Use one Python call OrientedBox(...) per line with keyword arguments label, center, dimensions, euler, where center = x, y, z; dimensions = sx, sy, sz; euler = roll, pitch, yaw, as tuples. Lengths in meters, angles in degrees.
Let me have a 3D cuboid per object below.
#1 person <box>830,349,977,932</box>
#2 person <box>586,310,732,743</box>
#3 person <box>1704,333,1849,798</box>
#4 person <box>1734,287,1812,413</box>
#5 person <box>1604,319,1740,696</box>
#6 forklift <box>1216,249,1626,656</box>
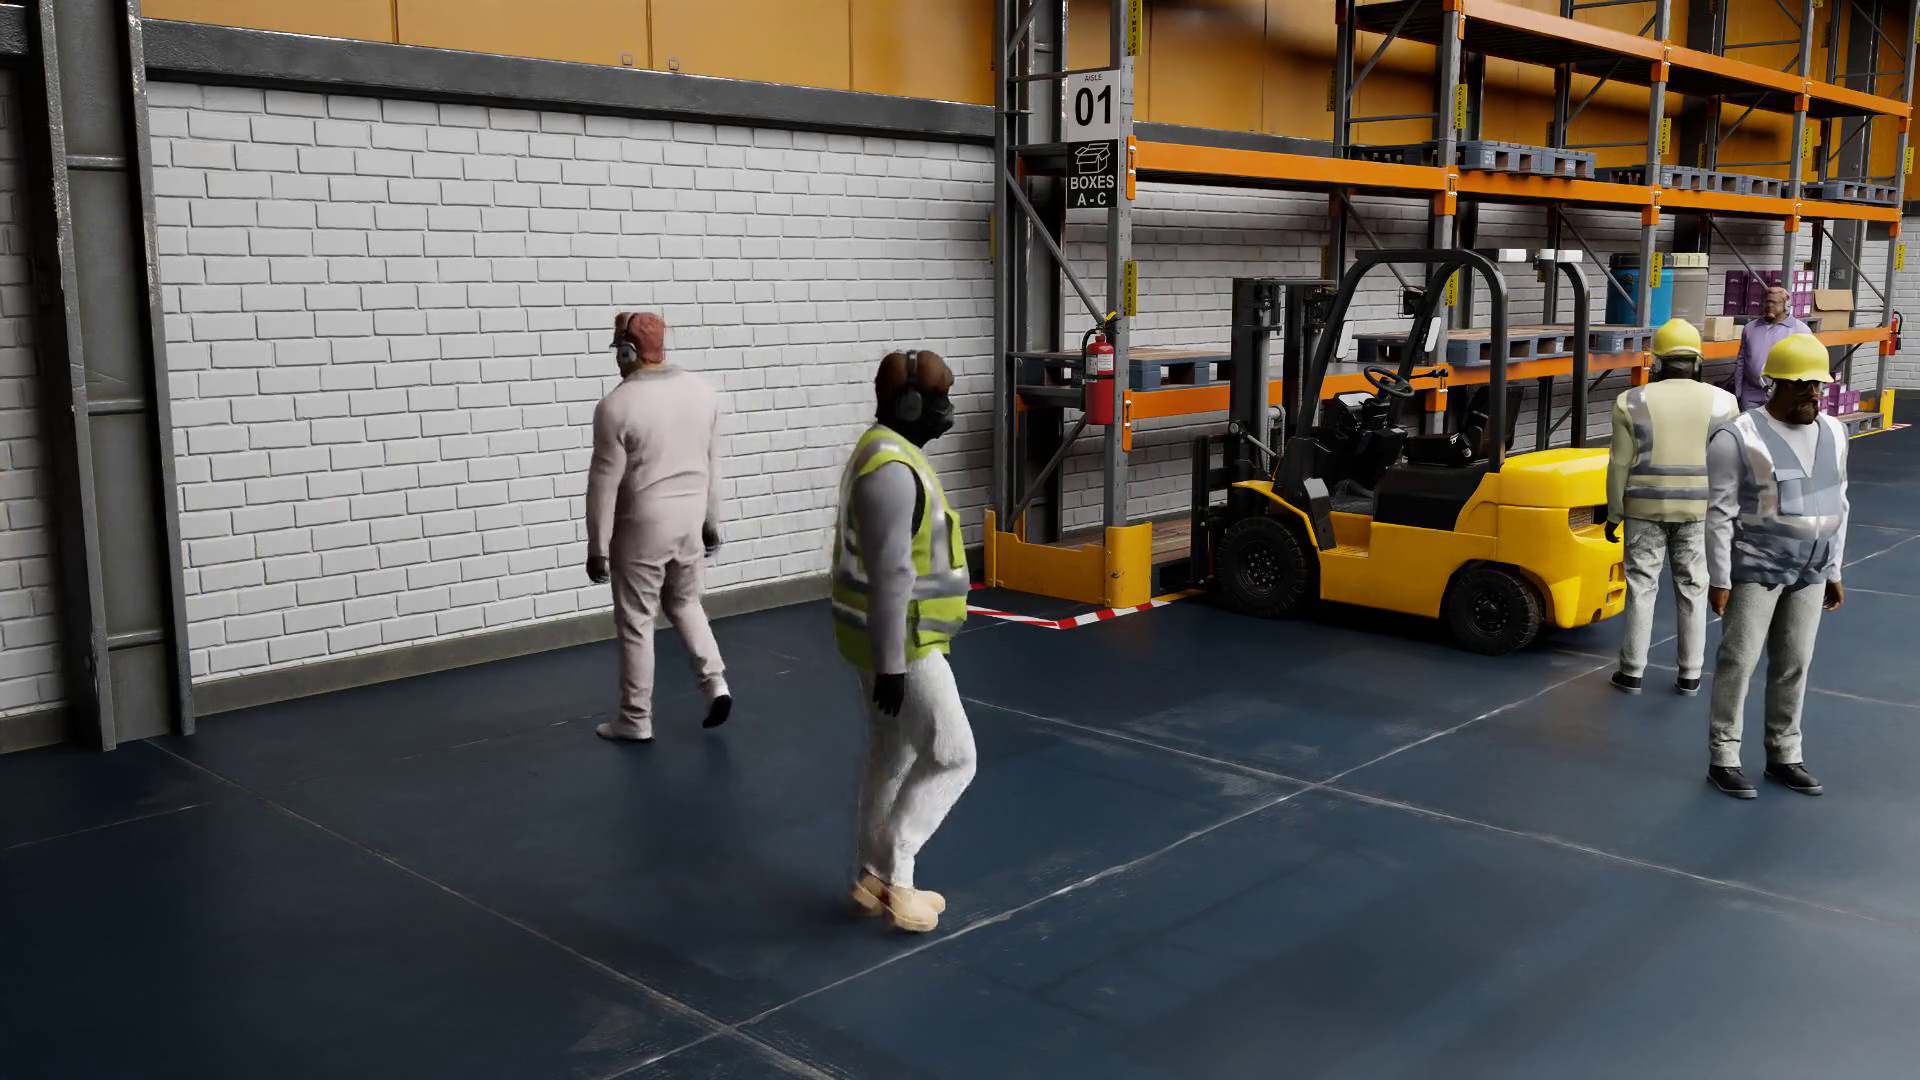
OrientedBox(label="person", center=(-0.170, 0.323, 5.183), dimensions=(0.456, 1.824, 0.655), euler=(0, 9, -2))
OrientedBox(label="person", center=(-1.323, -0.042, 7.208), dimensions=(0.548, 1.894, 0.703), euler=(8, 12, 40))
OrientedBox(label="person", center=(3.202, 0.108, 6.517), dimensions=(0.591, 1.826, 0.403), euler=(-2, 9, -12))
OrientedBox(label="person", center=(7.361, -1.345, 15.158), dimensions=(0.410, 1.912, 0.643), euler=(-8, 12, -41))
OrientedBox(label="person", center=(3.433, -0.148, 8.066), dimensions=(0.596, 1.829, 0.404), euler=(2, 9, 11))
OrientedBox(label="forklift", center=(2.710, -0.584, 9.626), dimensions=(2.313, 2.155, 1.214), euler=(9, 13, 43))
